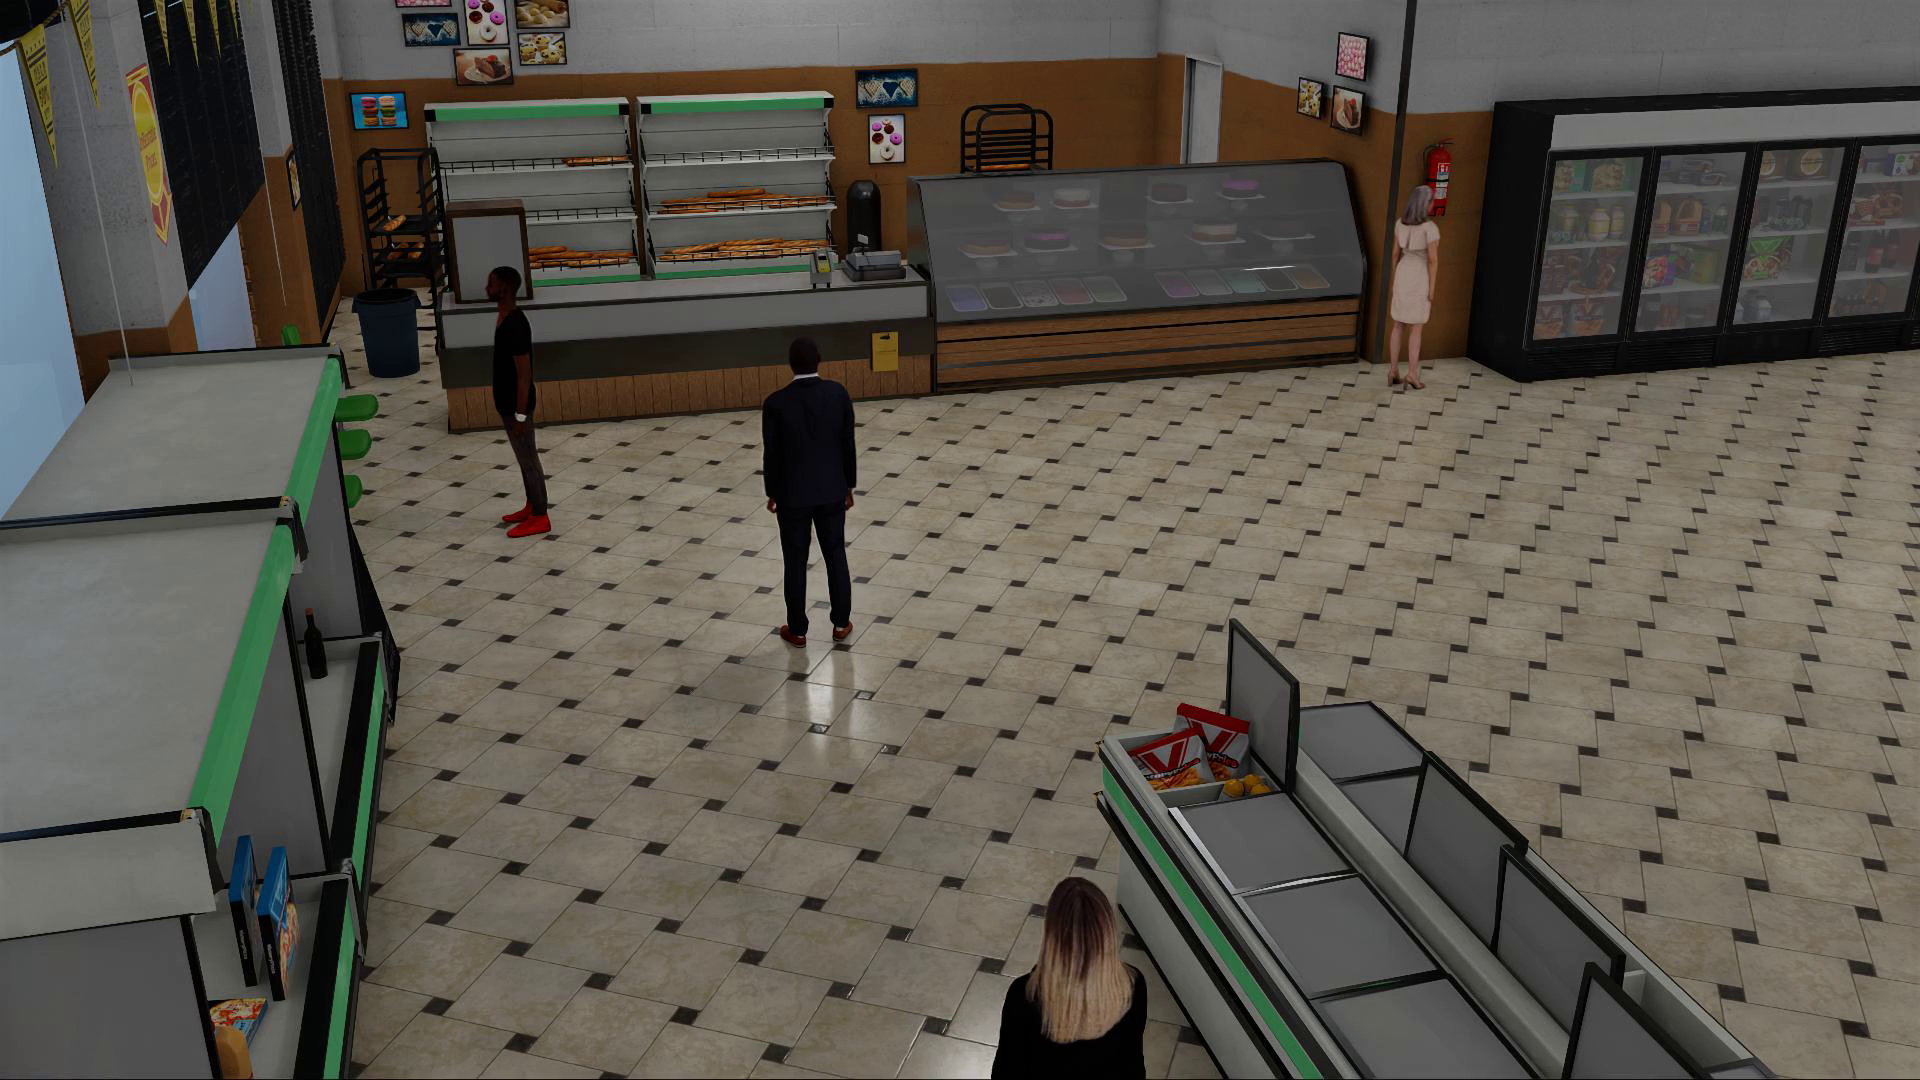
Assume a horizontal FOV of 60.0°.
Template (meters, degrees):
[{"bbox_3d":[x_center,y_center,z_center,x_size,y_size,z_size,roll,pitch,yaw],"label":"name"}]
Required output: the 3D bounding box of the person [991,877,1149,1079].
[{"bbox_3d":[0.323,1.734,4.621,0.601,1.663,0.961,-6,23,-13],"label":"person"}]

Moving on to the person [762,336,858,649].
[{"bbox_3d":[-0.837,-0.268,9.387,0.671,1.824,0.577,-6,23,-14],"label":"person"}]

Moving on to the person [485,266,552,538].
[{"bbox_3d":[-2.936,-0.925,11.048,0.728,1.805,0.485,-8,23,-19],"label":"person"}]

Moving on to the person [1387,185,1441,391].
[{"bbox_3d":[3.858,-2.149,14.188,0.737,1.735,0.619,-16,27,-35],"label":"person"}]
